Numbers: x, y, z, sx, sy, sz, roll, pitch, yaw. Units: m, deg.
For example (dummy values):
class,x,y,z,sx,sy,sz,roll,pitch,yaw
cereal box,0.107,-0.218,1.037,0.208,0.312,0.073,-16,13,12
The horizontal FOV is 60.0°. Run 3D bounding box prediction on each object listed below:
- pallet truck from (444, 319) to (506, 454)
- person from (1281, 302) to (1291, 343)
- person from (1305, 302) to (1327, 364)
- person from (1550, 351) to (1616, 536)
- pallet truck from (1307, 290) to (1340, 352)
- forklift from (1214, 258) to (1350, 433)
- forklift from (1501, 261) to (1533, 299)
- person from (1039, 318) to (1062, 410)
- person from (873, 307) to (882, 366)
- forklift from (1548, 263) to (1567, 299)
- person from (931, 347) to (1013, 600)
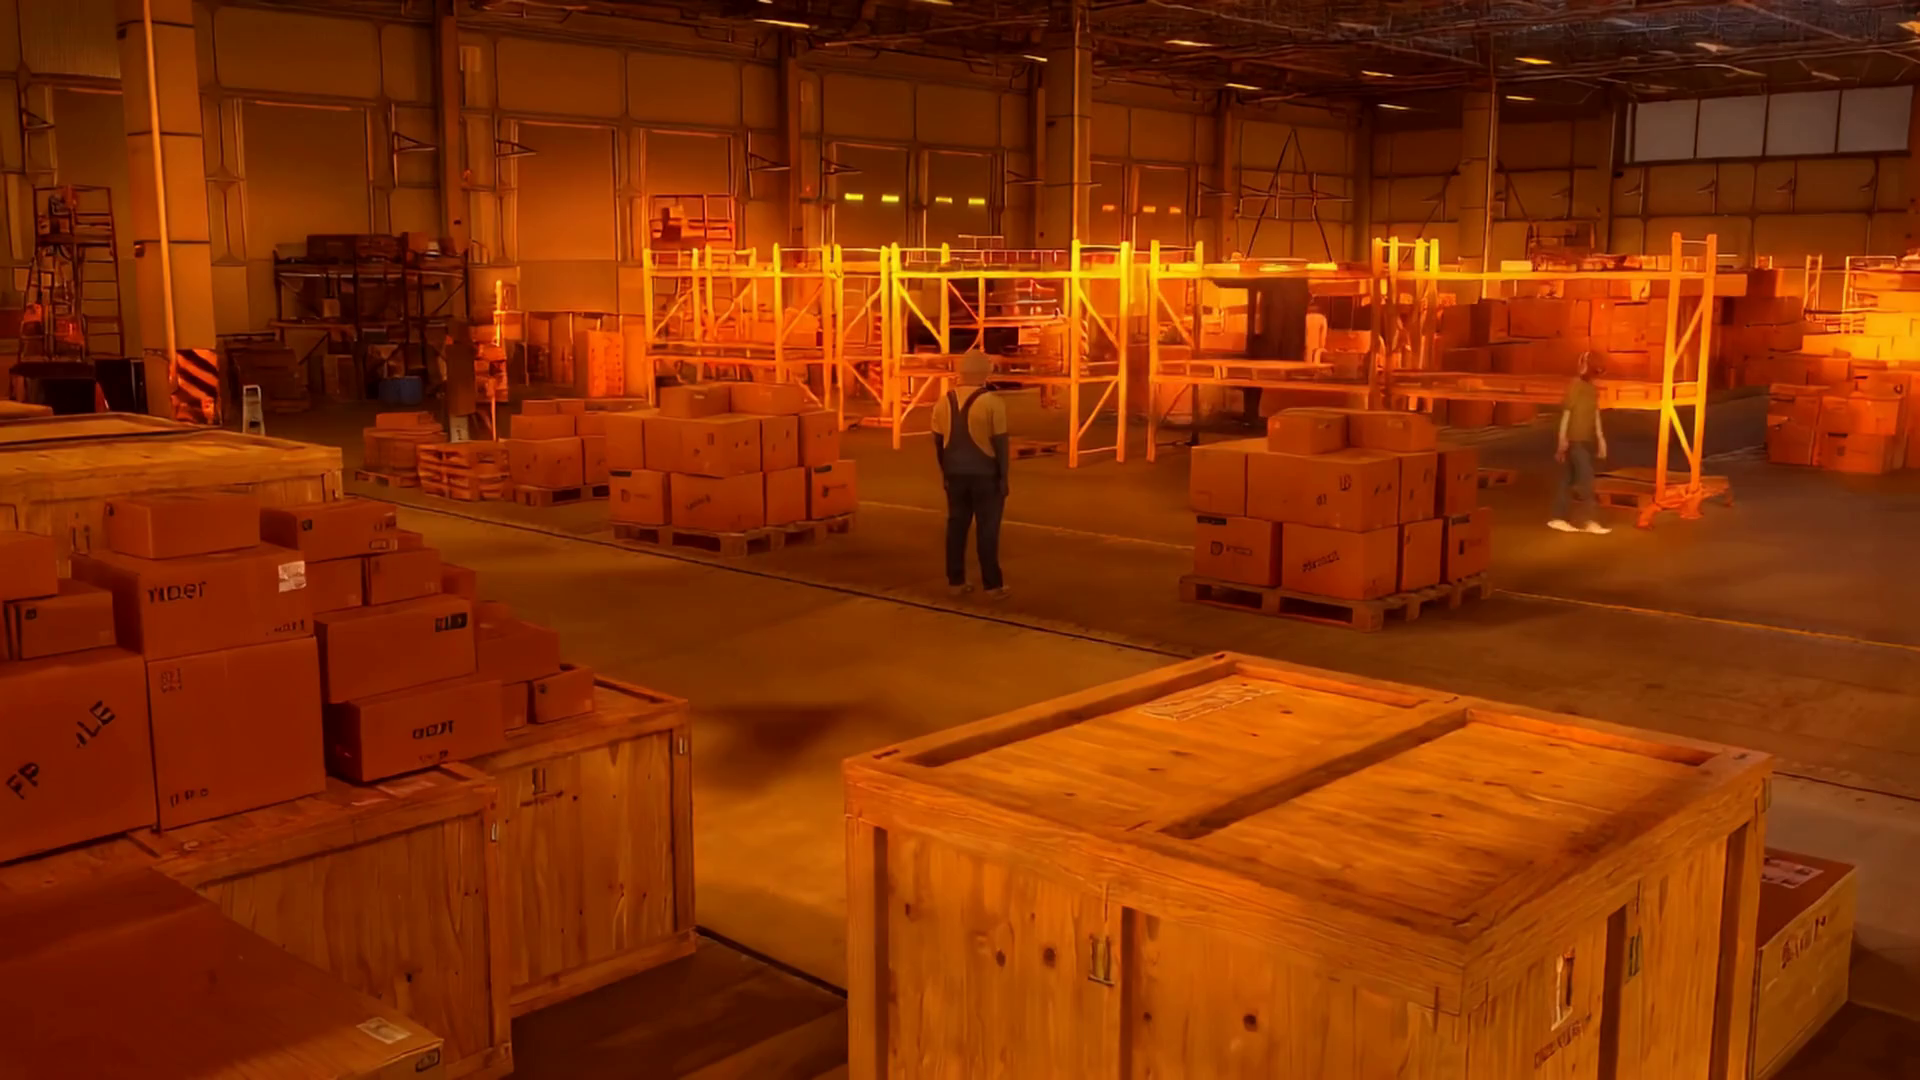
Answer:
class,x,y,z,sx,sy,sz,roll,pitch,yaw
pallet truck,-6.981,-1.942,22.150,1.885,1.965,0.823,1,9,9
person,10.060,-6.538,51.240,0.540,1.700,0.316,5,10,26
person,7.670,-4.212,36.256,0.630,1.938,0.373,0,9,-1
person,6.288,-0.953,16.569,0.529,1.835,0.856,-9,13,-43
pallet truck,11.297,-6.951,52.861,1.885,1.965,0.823,-5,11,-29
forklift,5.174,-3.085,26.461,1.873,2.768,1.129,9,13,43
forklift,12.670,-4.975,38.050,1.873,2.768,1.129,9,13,43
person,1.734,-3.332,31.486,0.490,1.735,0.324,-5,11,-30
person,-2.169,-5.388,44.414,0.314,1.632,0.524,-1,9,-6
forklift,16.473,-6.266,45.965,1.873,2.768,1.129,2,10,15
person,0.142,-0.545,13.452,0.682,2.000,0.538,6,11,33
